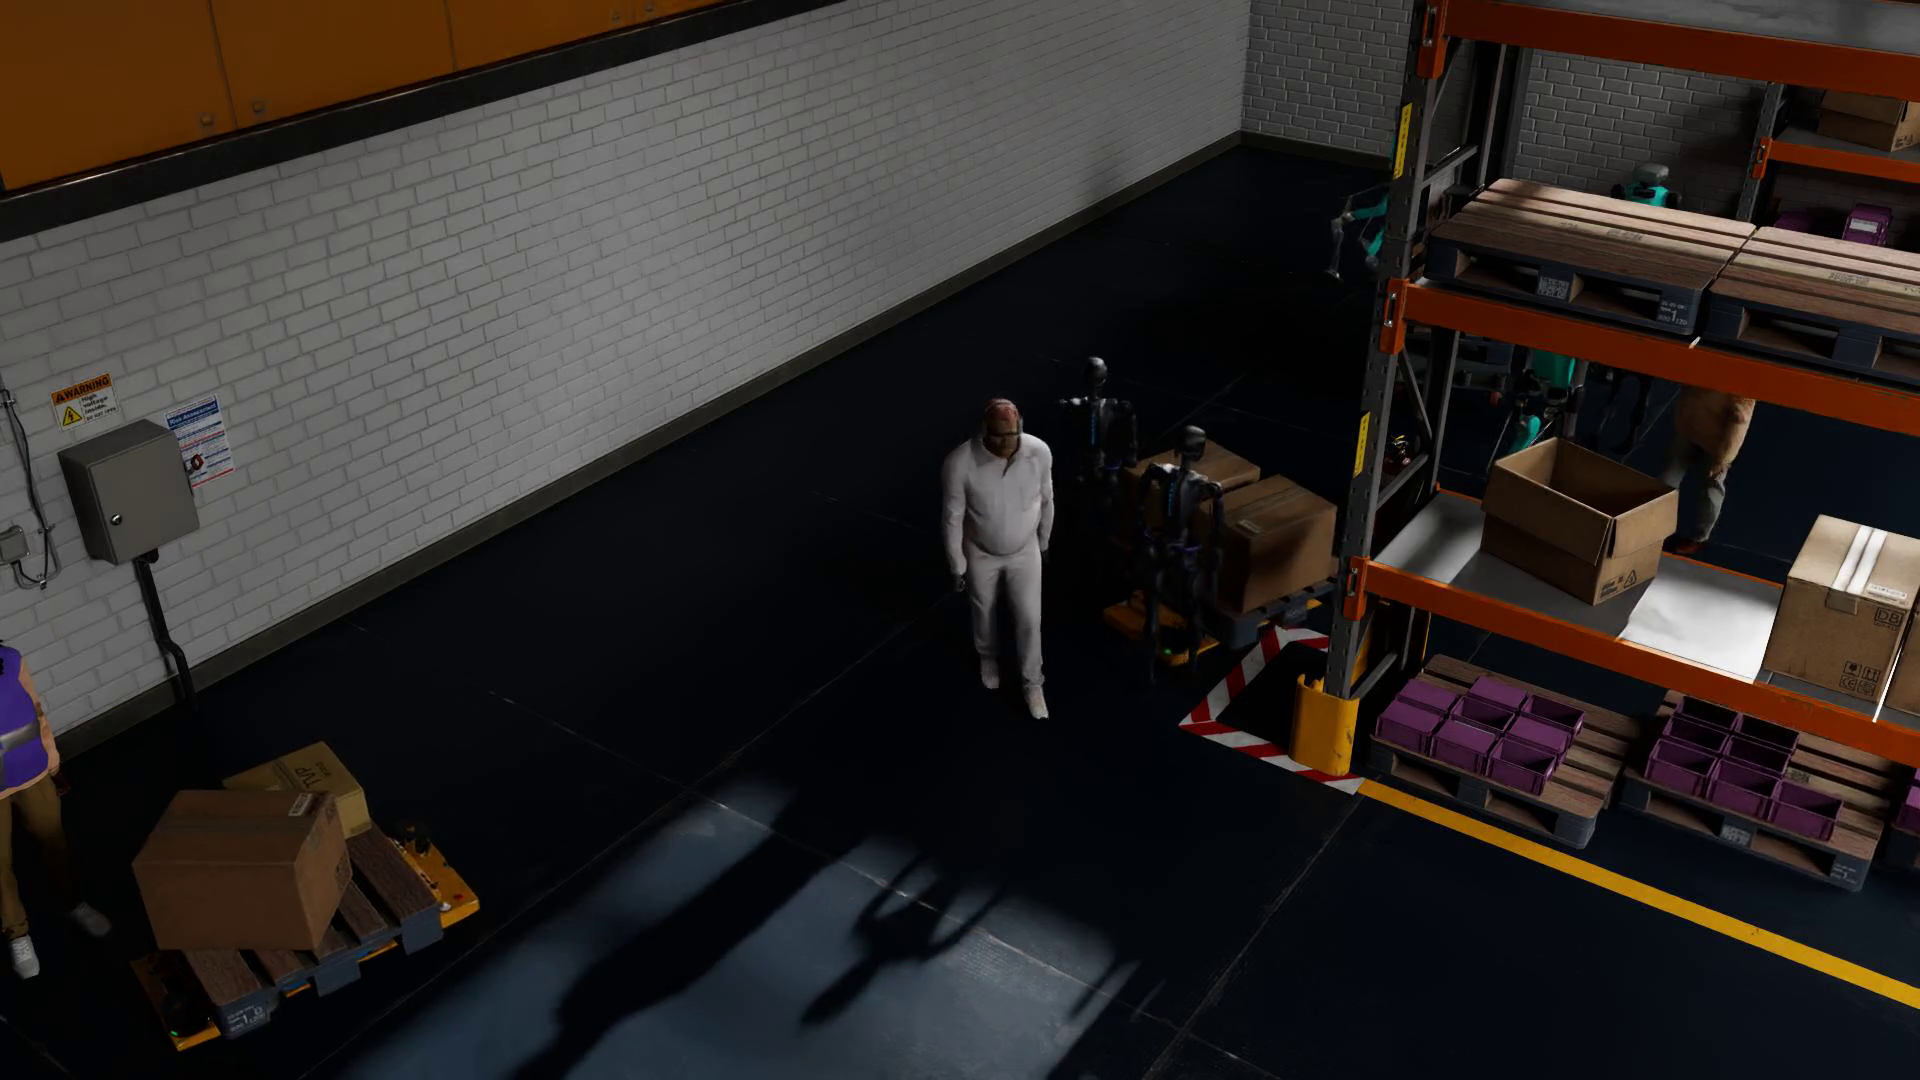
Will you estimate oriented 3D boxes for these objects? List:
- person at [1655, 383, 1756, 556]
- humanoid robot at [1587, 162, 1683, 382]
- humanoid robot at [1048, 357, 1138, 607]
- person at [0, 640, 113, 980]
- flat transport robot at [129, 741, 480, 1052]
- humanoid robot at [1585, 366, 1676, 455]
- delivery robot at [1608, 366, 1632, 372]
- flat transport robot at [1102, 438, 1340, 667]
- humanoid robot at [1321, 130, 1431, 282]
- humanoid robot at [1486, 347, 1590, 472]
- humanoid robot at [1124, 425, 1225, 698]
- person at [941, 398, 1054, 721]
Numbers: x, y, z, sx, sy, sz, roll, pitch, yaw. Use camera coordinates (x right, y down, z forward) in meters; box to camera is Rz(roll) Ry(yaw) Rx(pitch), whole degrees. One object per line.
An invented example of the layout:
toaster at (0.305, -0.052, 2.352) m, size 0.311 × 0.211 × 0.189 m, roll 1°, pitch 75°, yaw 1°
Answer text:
person at (4.667, -0.629, 10.561) m, size 0.929 × 1.832 × 0.569 m, roll -17°, pitch 34°, yaw -27°
humanoid robot at (5.224, -2.013, 13.107) m, size 0.554 × 1.832 × 0.662 m, roll 21°, pitch 36°, yaw 31°
humanoid robot at (0.804, -0.377, 10.278) m, size 0.603 × 1.649 × 0.403 m, roll 2°, pitch 30°, yaw 4°
person at (-4.337, 1.079, 7.504) m, size 0.409 × 1.932 × 0.532 m, roll 23°, pitch 37°, yaw 34°
flat transport robot at (-3.085, 1.833, 7.859) m, size 1.431 × 0.231 × 0.659 m, roll -23°, pitch 37°, yaw -34°
humanoid robot at (4.867, -1.353, 11.977) m, size 0.593 × 1.640 × 0.562 m, roll 24°, pitch 38°, yaw 35°
delivery robot at (5.676, -1.681, 13.656) m, size 0.773 × 0.582 × 0.499 m, roll 5°, pitch 30°, yaw 8°
flat transport robot at (1.653, 0.356, 10.421) m, size 1.431 × 0.231 × 0.659 m, roll -19°, pitch 35°, yaw -30°
humanoid robot at (3.645, -3.000, 14.863) m, size 1.063 × 1.785 × 0.531 m, roll 3°, pitch 30°, yaw 5°
humanoid robot at (3.624, -0.708, 10.837) m, size 0.885 × 1.783 × 0.586 m, roll -13°, pitch 33°, yaw -22°
humanoid robot at (1.197, 0.126, 9.427) m, size 0.608 × 1.637 × 0.462 m, roll 18°, pitch 34°, yaw 28°
person at (0.240, 0.120, 9.219) m, size 0.665 × 1.878 × 0.808 m, roll -5°, pitch 30°, yaw -9°
